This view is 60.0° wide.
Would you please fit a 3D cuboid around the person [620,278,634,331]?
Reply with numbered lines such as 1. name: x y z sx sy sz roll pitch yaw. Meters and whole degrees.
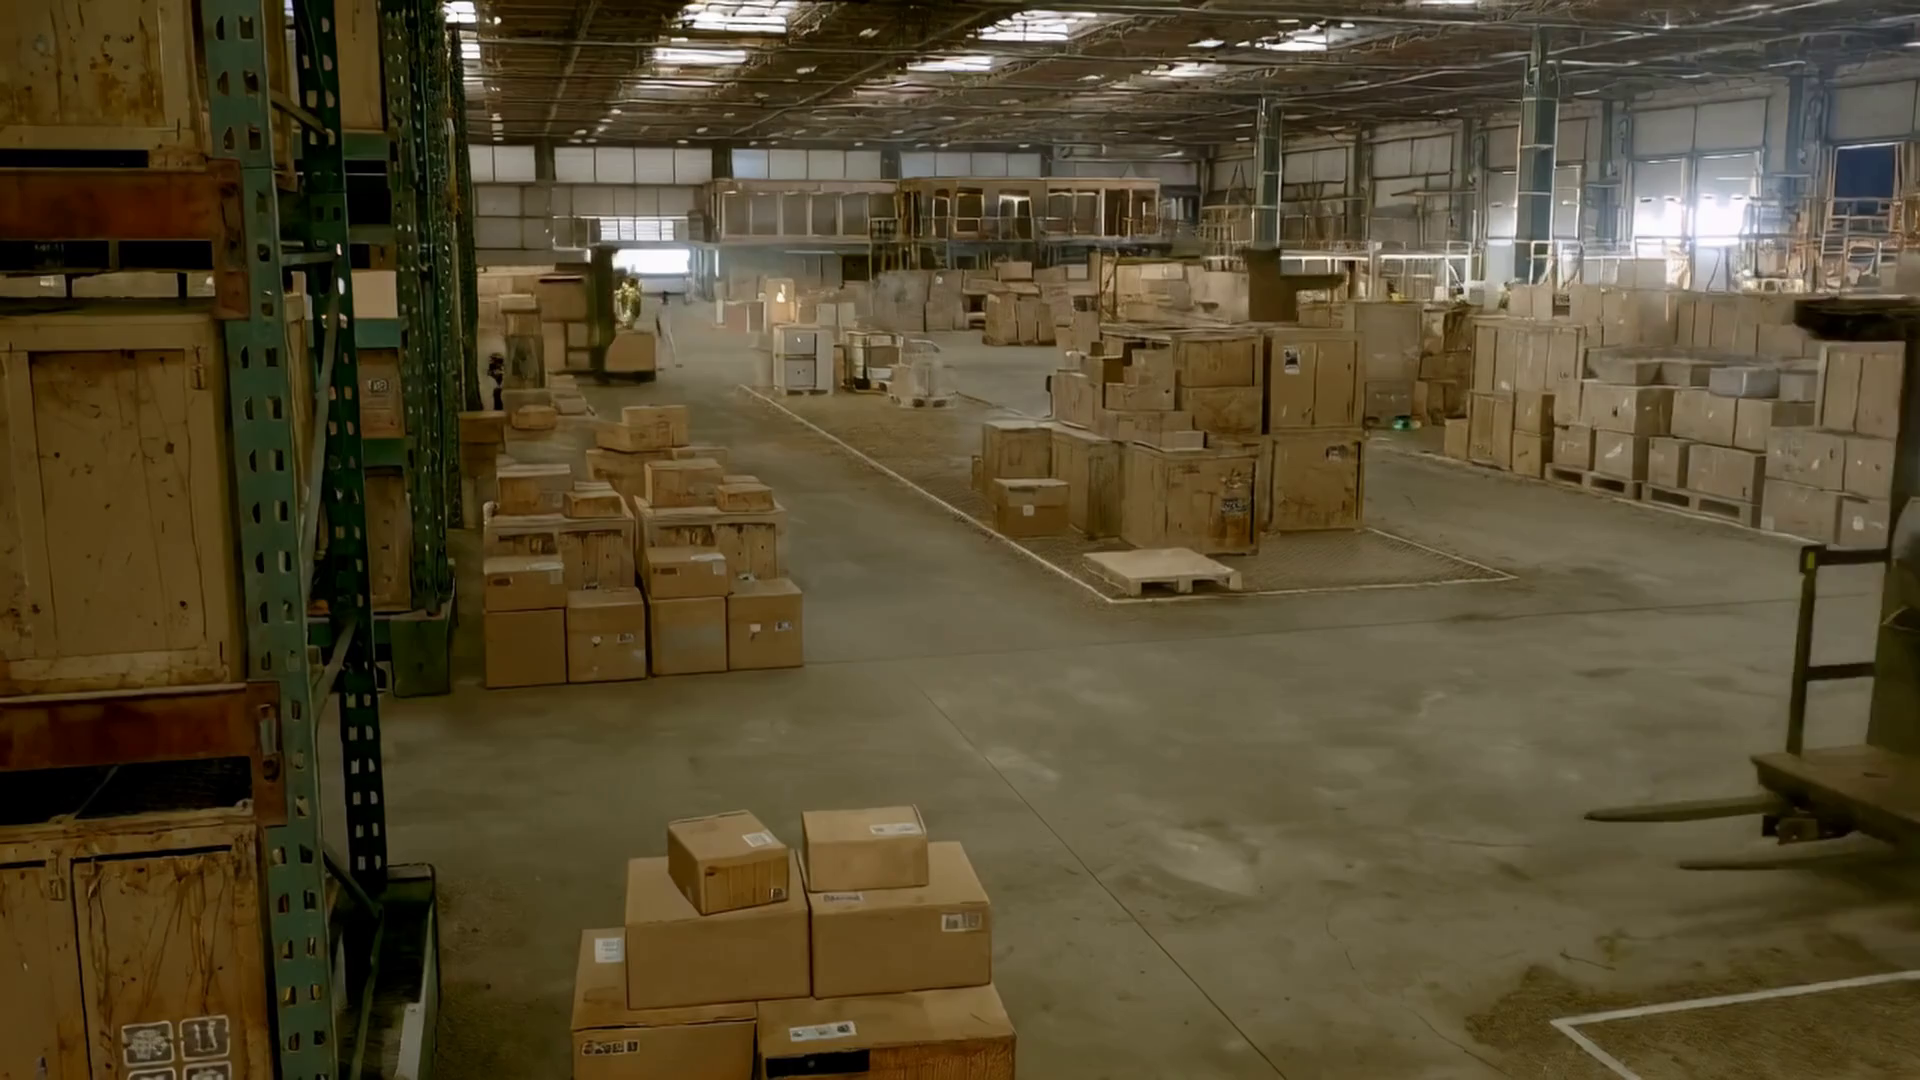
1. person: -9.832 -6.786 49.263 0.360 1.939 0.543 -9 14 -42

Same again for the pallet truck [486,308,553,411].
1. pallet truck: -6.242 -2.418 24.362 0.823 1.965 1.885 1 10 3

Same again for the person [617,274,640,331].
1. person: -10.183 -7.160 51.096 0.690 2.000 0.829 4 11 19

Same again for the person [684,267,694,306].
1. person: -13.102 -12.276 80.543 0.567 1.878 0.352 4 11 24

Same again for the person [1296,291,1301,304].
1. person: 10.164 -6.967 50.473 1.030 1.891 0.633 8 13 39

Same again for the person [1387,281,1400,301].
1. person: 12.077 -6.275 46.436 0.383 1.916 0.591 8 13 39

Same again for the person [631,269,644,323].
1. person: -12.211 -9.212 62.717 0.618 2.031 0.418 -3 10 -15

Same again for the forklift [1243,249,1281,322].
1. forklift: 4.357 -2.810 24.087 1.873 2.768 1.129 0 10 0

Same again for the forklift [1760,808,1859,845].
1. forklift: 4.900 0.122 7.480 1.873 2.768 1.129 -3 10 -15

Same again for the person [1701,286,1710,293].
1. person: 19.629 -5.792 43.939 0.515 1.829 0.408 7 12 33

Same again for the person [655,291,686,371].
1. person: -6.711 -4.789 38.251 0.915 1.828 0.558 7 12 35

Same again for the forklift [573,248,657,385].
1. forklift: -7.305 -4.631 34.397 1.873 2.768 1.129 -3 10 -15

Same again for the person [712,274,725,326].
1. person: -8.728 -8.676 60.164 0.314 1.869 0.536 6 12 32

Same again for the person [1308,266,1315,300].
1. person: 17.027 -12.349 80.763 0.366 1.939 0.542 -3 11 -19

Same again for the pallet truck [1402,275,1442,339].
1. pallet truck: 14.620 -7.324 52.145 0.823 1.965 1.885 8 13 40

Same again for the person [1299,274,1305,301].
1. person: 13.149 -9.443 64.719 0.433 1.807 0.726 -5 11 -24

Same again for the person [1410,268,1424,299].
1. person: 21.086 -11.613 76.743 0.615 1.886 0.528 1 10 6

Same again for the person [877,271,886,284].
1. person: -2.771 -8.657 59.703 0.388 1.992 0.618 7 12 36

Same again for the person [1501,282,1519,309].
1. person: 14.869 -5.967 44.703 0.630 1.903 0.643 -2 10 -9

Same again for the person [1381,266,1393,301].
1. person: 20.743 -12.363 80.849 0.603 1.937 0.402 7 12 34

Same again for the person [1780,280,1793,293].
1. person: 23.549 -6.472 47.550 0.462 1.912 0.562 -4 11 -23

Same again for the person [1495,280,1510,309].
1. person: 19.085 -8.294 58.503 0.531 1.692 0.320 -2 10 -10
